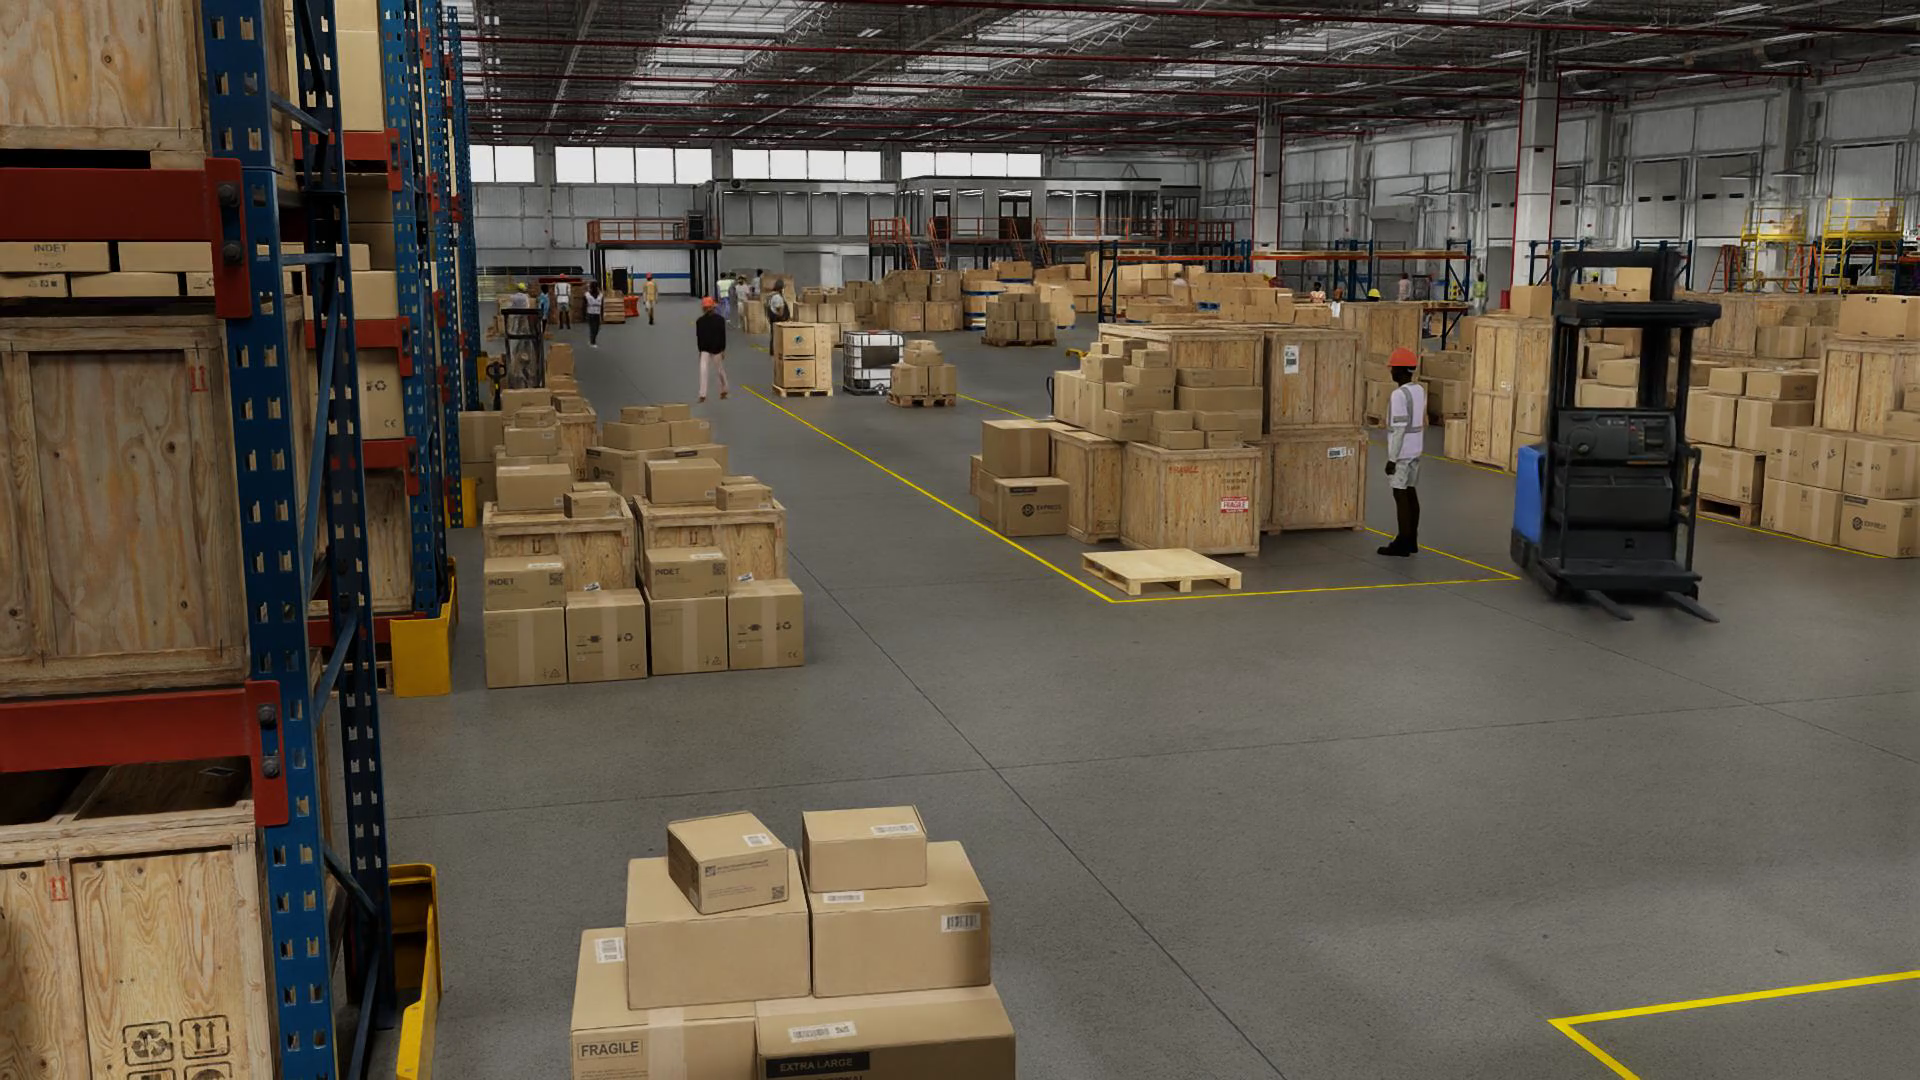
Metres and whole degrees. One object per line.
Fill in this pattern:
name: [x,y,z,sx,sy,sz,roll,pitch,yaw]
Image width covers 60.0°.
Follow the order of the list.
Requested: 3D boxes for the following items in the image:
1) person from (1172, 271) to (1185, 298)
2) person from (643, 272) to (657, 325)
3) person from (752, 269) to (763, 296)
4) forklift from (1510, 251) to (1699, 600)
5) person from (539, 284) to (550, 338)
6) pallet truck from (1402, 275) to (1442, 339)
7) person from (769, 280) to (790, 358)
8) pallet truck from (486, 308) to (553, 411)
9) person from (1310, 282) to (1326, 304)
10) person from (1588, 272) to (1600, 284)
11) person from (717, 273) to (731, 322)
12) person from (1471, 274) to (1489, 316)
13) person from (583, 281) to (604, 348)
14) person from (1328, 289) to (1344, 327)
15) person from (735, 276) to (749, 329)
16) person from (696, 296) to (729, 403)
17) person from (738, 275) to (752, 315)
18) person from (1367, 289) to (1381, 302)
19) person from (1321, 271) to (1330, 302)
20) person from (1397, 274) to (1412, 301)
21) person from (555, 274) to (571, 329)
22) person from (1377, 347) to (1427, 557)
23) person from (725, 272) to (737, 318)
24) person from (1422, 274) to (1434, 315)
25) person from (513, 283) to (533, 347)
person: [8.260,-9.184,62.877,0.640,1.920,0.624,-7,12,-35]
person: [-11.320,-8.818,60.820,0.557,1.919,0.460,-5,11,-28]
person: [-8.109,-10.018,67.527,0.645,1.946,0.483,5,11,27]
forklift: [5.455,-1.040,14.064,1.129,2.768,1.873,1,10,6]
person: [-13.116,-7.228,52.498,0.324,1.689,0.546,1,10,4]
pallet truck: [14.620,-7.324,52.145,0.823,1.965,1.885,8,13,40]
person: [-4.528,-5.678,42.705,0.897,2.000,0.711,-2,10,-14]
pallet truck: [-6.242,-2.418,24.362,0.823,1.965,1.885,1,10,3]
person: [11.898,-7.735,55.350,0.534,1.694,0.321,4,11,22]
person: [24.157,-9.286,63.529,0.602,1.904,0.738,-5,11,-24]
person: [-9.037,-9.279,63.579,0.618,1.862,0.997,-6,12,-30]
person: [20.060,-9.326,63.997,0.658,1.814,0.787,-1,10,-5]
person: [-10.476,-6.437,47.423,0.628,1.894,0.602,-8,13,-37]
person: [8.815,-4.912,38.813,0.356,1.881,0.575,-7,12,-36]
person: [-7.635,-8.358,58.446,0.519,1.849,0.806,2,10,13]
person: [-4.584,-3.539,30.849,0.610,1.961,0.984,3,10,14]
person: [-8.521,-9.629,65.890,0.543,1.743,0.657,-1,10,-4]
person: [9.235,-4.685,37.403,0.380,1.924,0.592,3,10,17]
person: [17.323,-11.976,79.340,0.916,1.686,0.499,2,10,9]
person: [17.651,-9.647,65.909,0.968,1.782,0.644,-9,14,-43]
person: [-13.803,-8.286,57.854,0.571,1.917,0.559,-2,10,-9]
person: [4.096,-0.814,15.451,0.379,1.937,0.547,8,13,38]
person: [-9.268,-9.869,67.050,0.612,1.825,0.435,6,12,33]
person: [16.831,-8.642,59.935,0.998,1.885,0.587,7,12,33]
person: [-12.511,-6.455,47.744,0.615,1.812,0.514,5,11,27]
